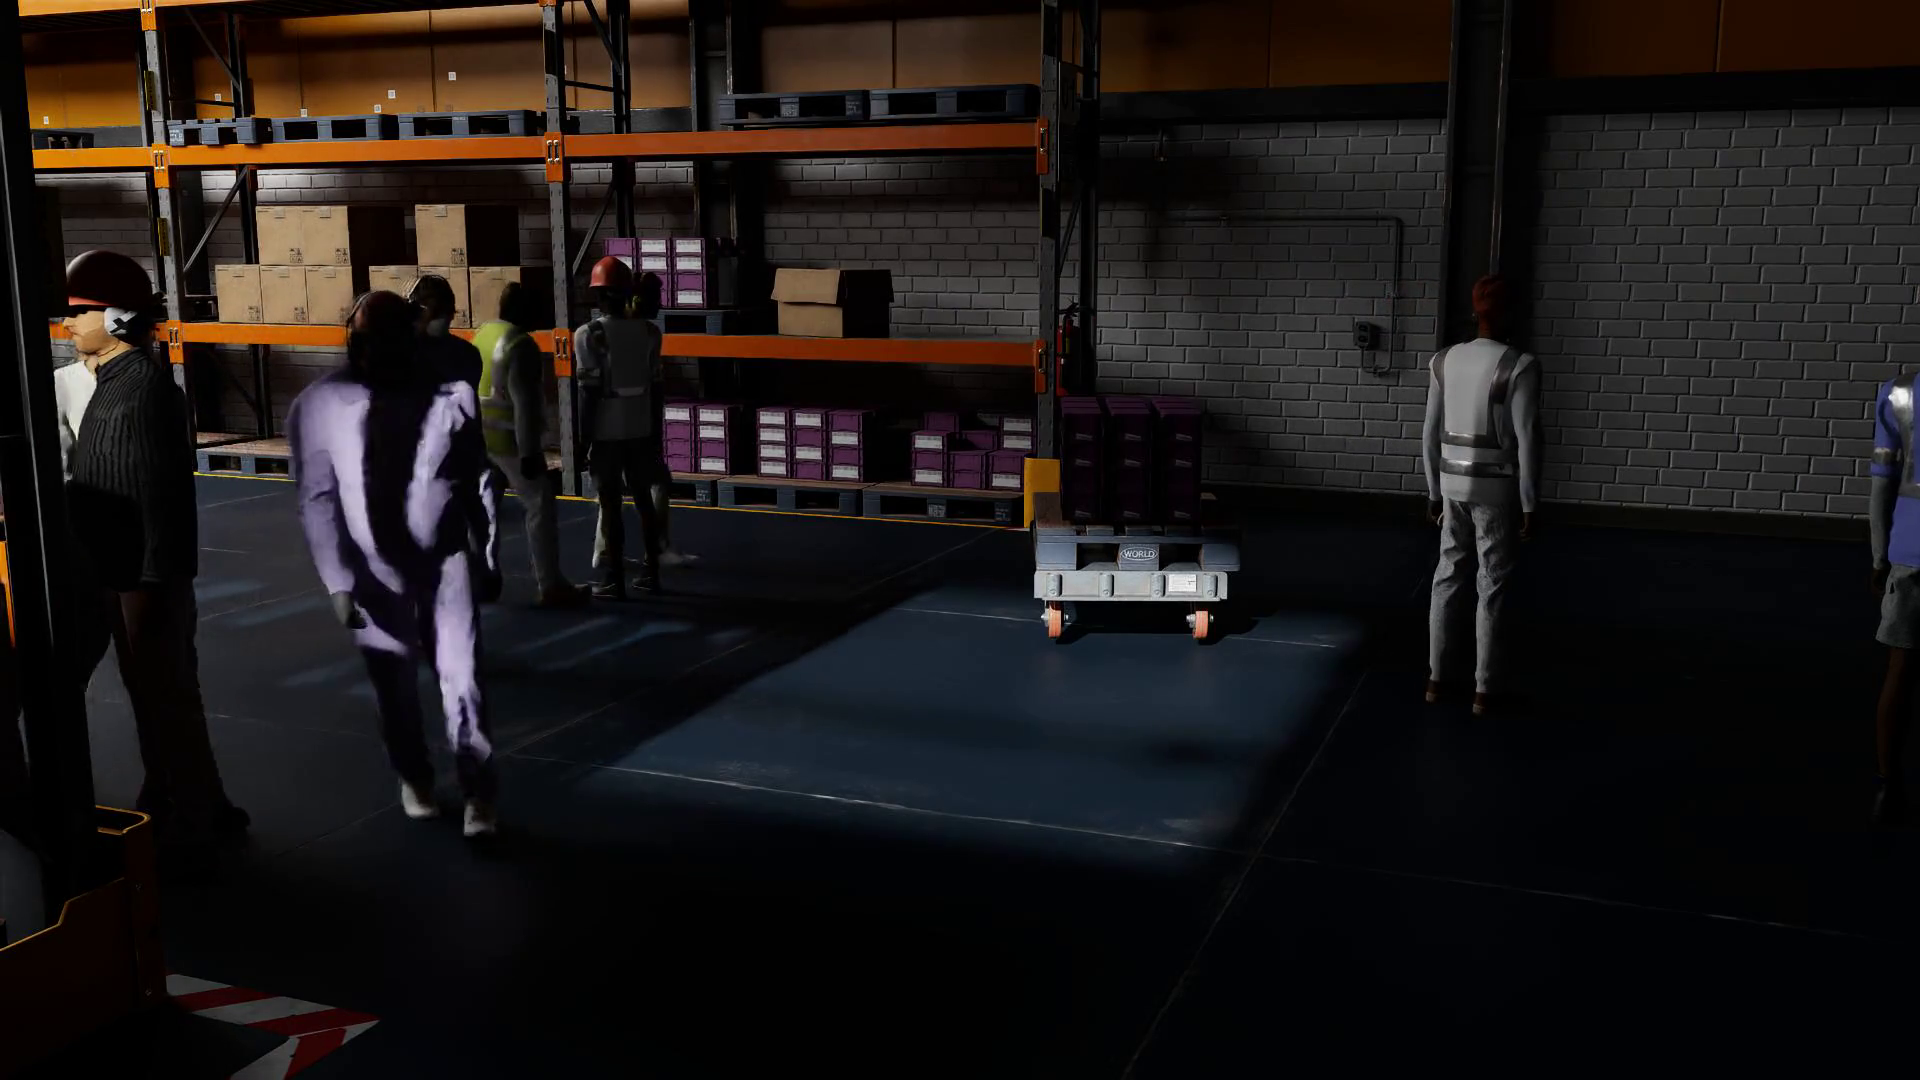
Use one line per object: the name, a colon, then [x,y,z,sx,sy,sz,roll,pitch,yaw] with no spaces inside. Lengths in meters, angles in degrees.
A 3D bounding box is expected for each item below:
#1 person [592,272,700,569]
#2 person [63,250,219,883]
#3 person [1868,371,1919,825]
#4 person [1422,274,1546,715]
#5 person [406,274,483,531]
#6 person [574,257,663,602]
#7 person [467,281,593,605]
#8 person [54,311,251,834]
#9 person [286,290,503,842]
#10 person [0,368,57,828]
person: [-1.939,-0.721,10.245,0.784,1.828,0.690,-3,11,-14]
person: [-2.623,0.088,5.297,0.377,1.995,0.608,-8,13,-38]
person: [3.388,0.051,5.669,0.544,1.936,0.359,9,14,42]
person: [2.256,-0.195,7.178,0.337,1.882,0.585,-7,12,-33]
person: [-2.591,-0.321,7.929,0.649,1.886,1.012,-9,14,-41]
person: [-1.941,-0.622,9.415,0.551,1.935,0.372,-10,14,-43]
person: [-2.458,-0.523,9.246,0.664,1.803,0.663,-10,14,-43]
person: [-2.938,0.065,5.774,1.058,1.889,0.641,7,12,32]
person: [-1.861,0.106,5.592,0.676,1.866,0.822,-5,11,-24]
person: [-3.489,-0.002,5.950,0.898,1.953,0.658,8,13,38]
